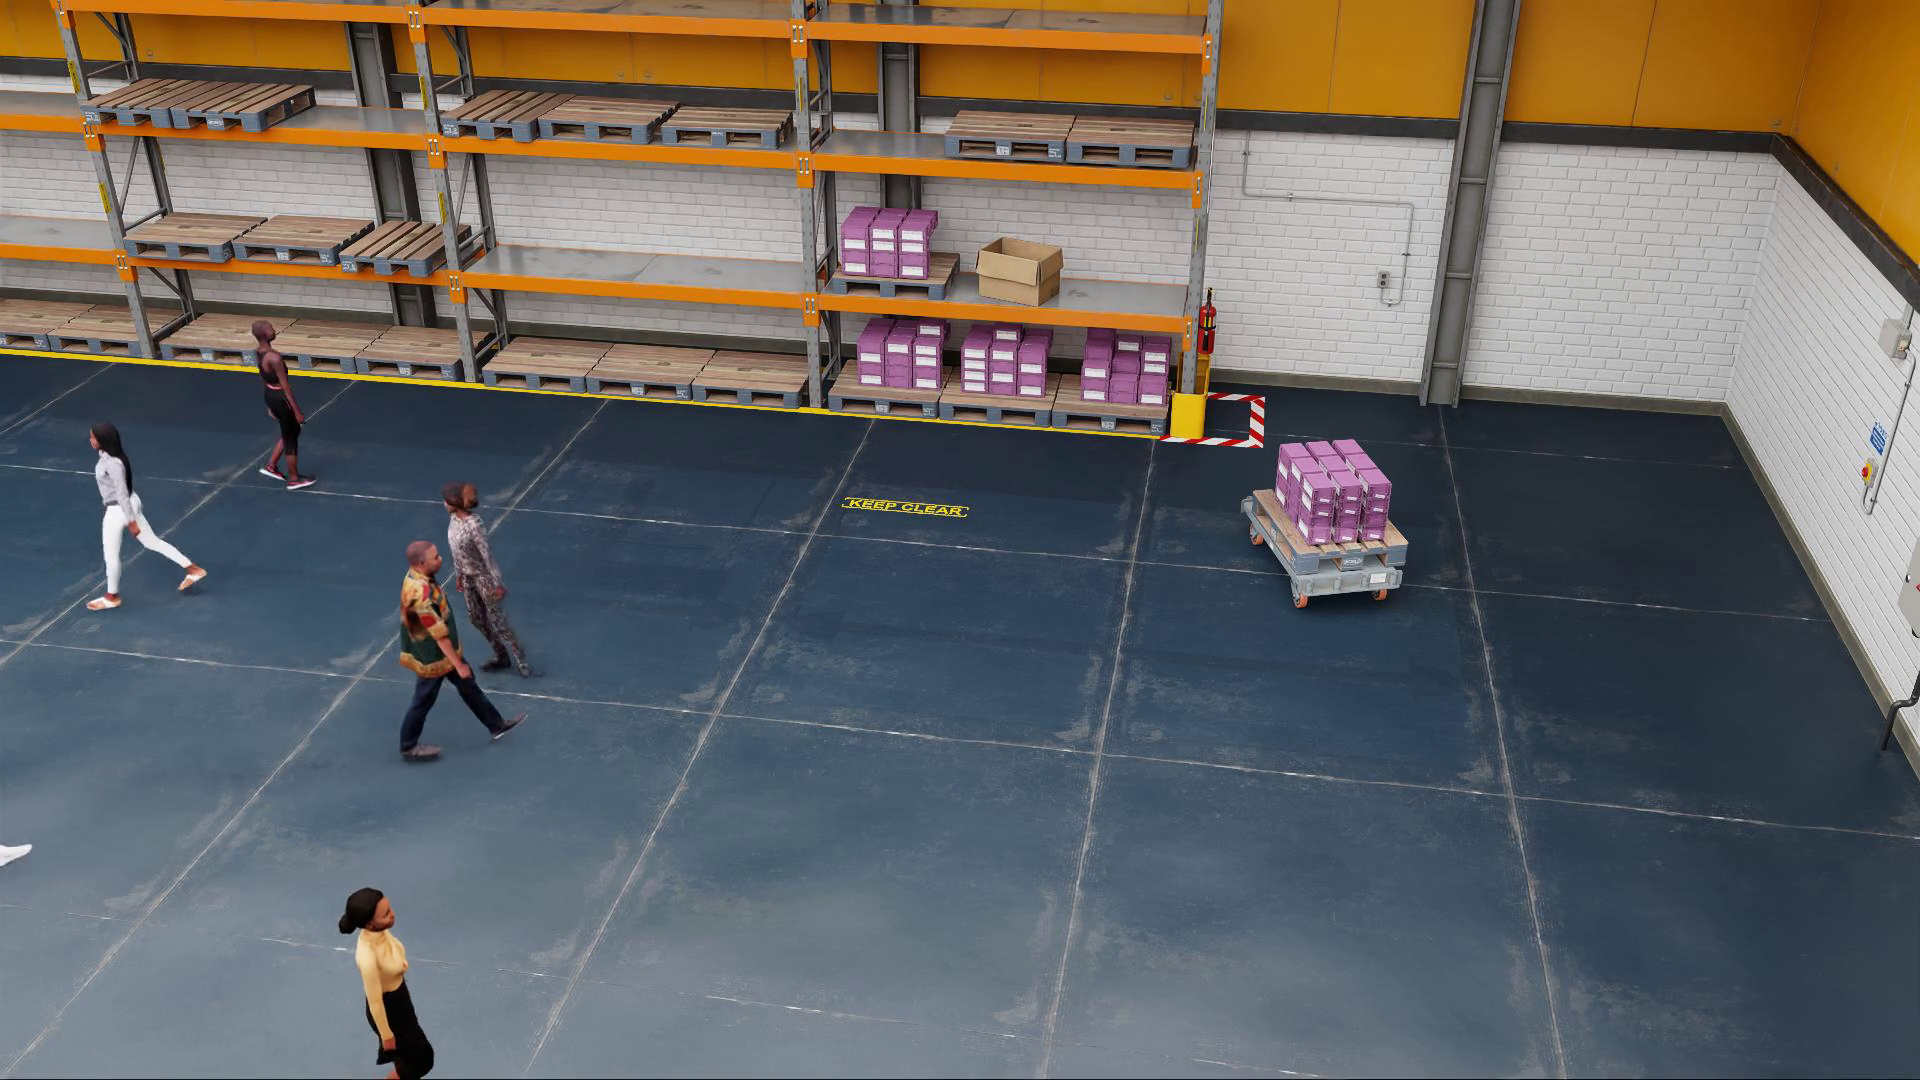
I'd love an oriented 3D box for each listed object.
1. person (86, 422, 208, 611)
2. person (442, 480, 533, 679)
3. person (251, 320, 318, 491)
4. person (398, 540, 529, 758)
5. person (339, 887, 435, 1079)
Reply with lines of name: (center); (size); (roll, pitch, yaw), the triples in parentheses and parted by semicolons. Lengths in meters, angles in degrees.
person: (-6.989, -0.224, 14.129); (1.270, 1.682, 1.043); (-11, 31, -19)
person: (-3.715, 0.326, 13.119); (0.801, 1.685, 0.931); (16, 33, 27)
person: (-6.609, -1.263, 15.967); (0.859, 1.746, 0.804); (-21, 35, -33)
person: (-3.911, 0.855, 12.079); (1.277, 1.752, 0.974); (-5, 29, -10)
person: (-3.158, 2.579, 9.027); (0.777, 1.647, 0.701); (-4, 29, -7)
